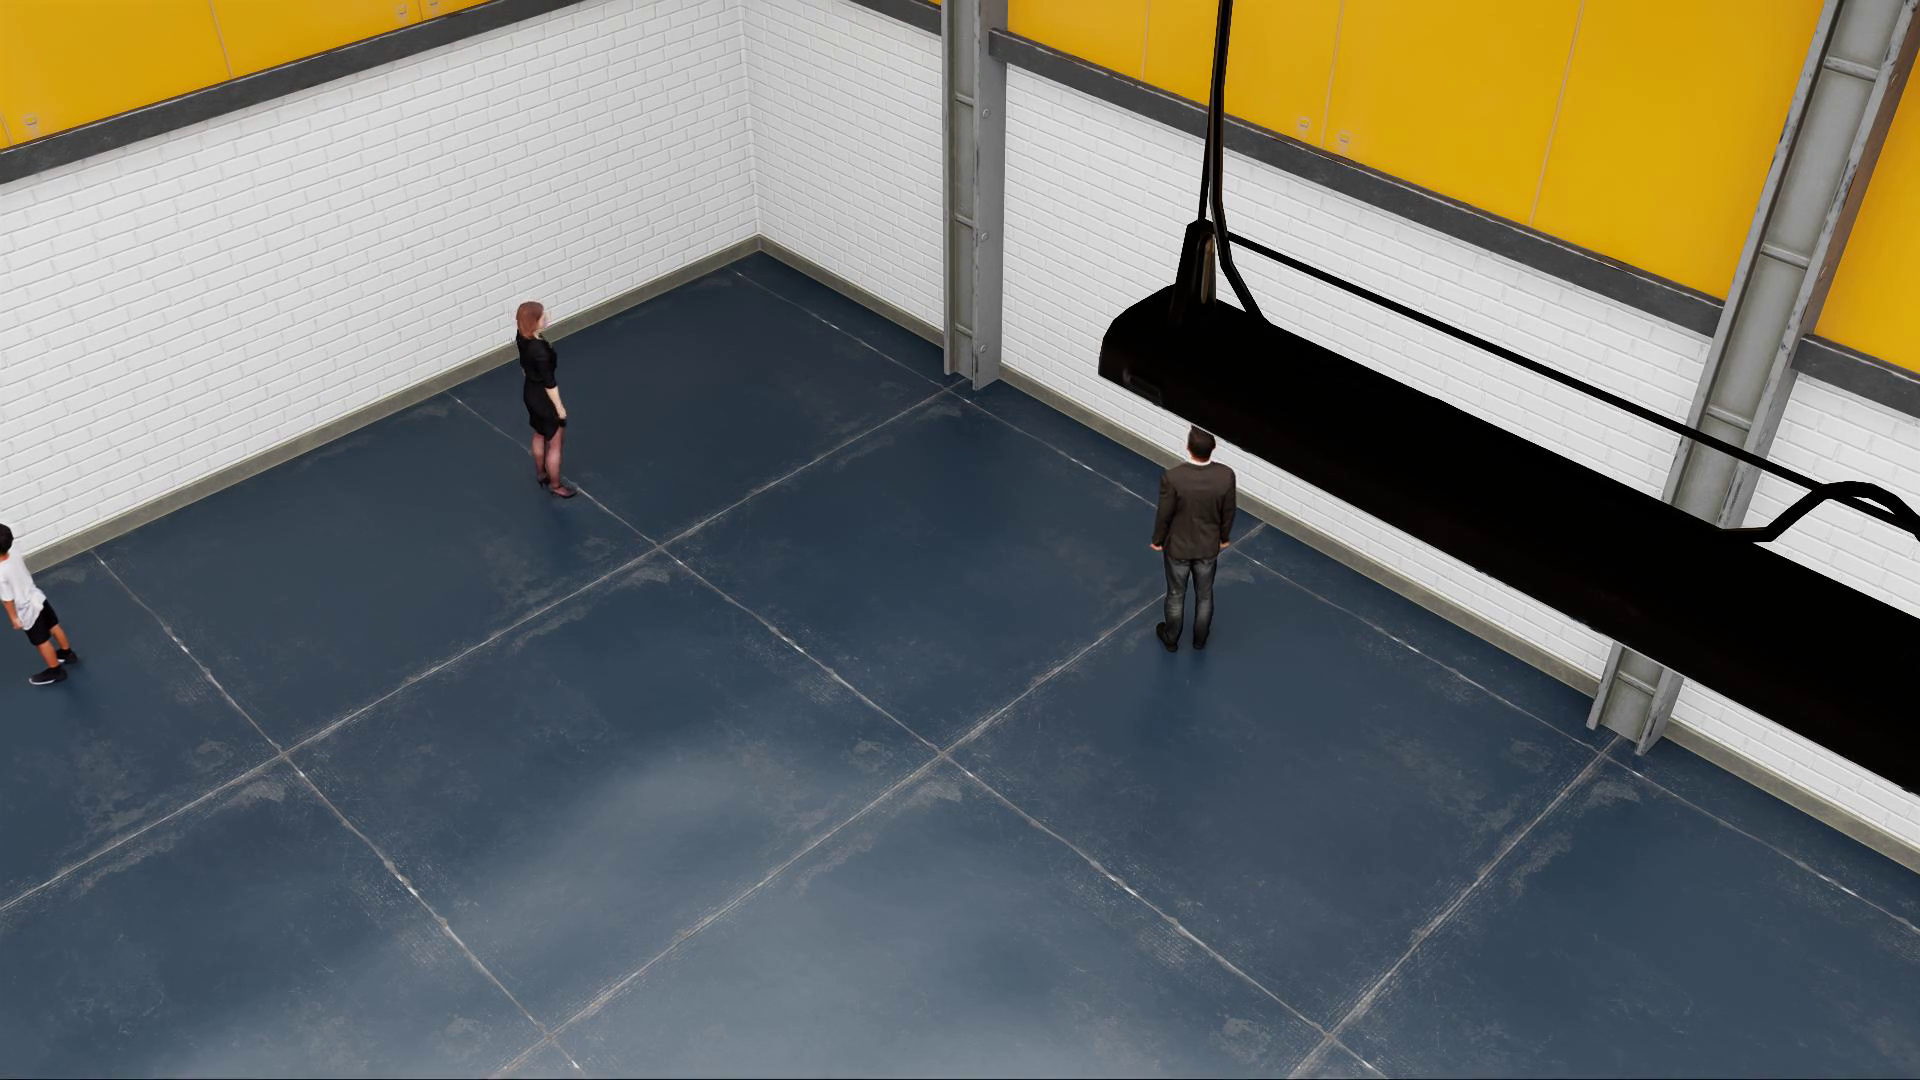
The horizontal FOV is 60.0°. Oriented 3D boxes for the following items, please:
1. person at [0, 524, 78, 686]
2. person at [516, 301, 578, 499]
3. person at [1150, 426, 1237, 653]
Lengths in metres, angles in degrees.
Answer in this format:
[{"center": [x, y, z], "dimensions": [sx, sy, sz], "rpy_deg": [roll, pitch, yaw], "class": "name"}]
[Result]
[{"center": [-6.129, 0.396, 10.916], "dimensions": [0.624, 1.253, 0.560], "rpy_deg": [-2, 39, -2], "class": "person"}, {"center": [-3.123, -1.049, 12.368], "dimensions": [0.693, 1.698, 0.495], "rpy_deg": [-29, 47, -32], "class": "person"}, {"center": [1.539, -0.007, 10.980], "dimensions": [0.746, 1.802, 0.778], "rpy_deg": [-3, 39, -4], "class": "person"}]
